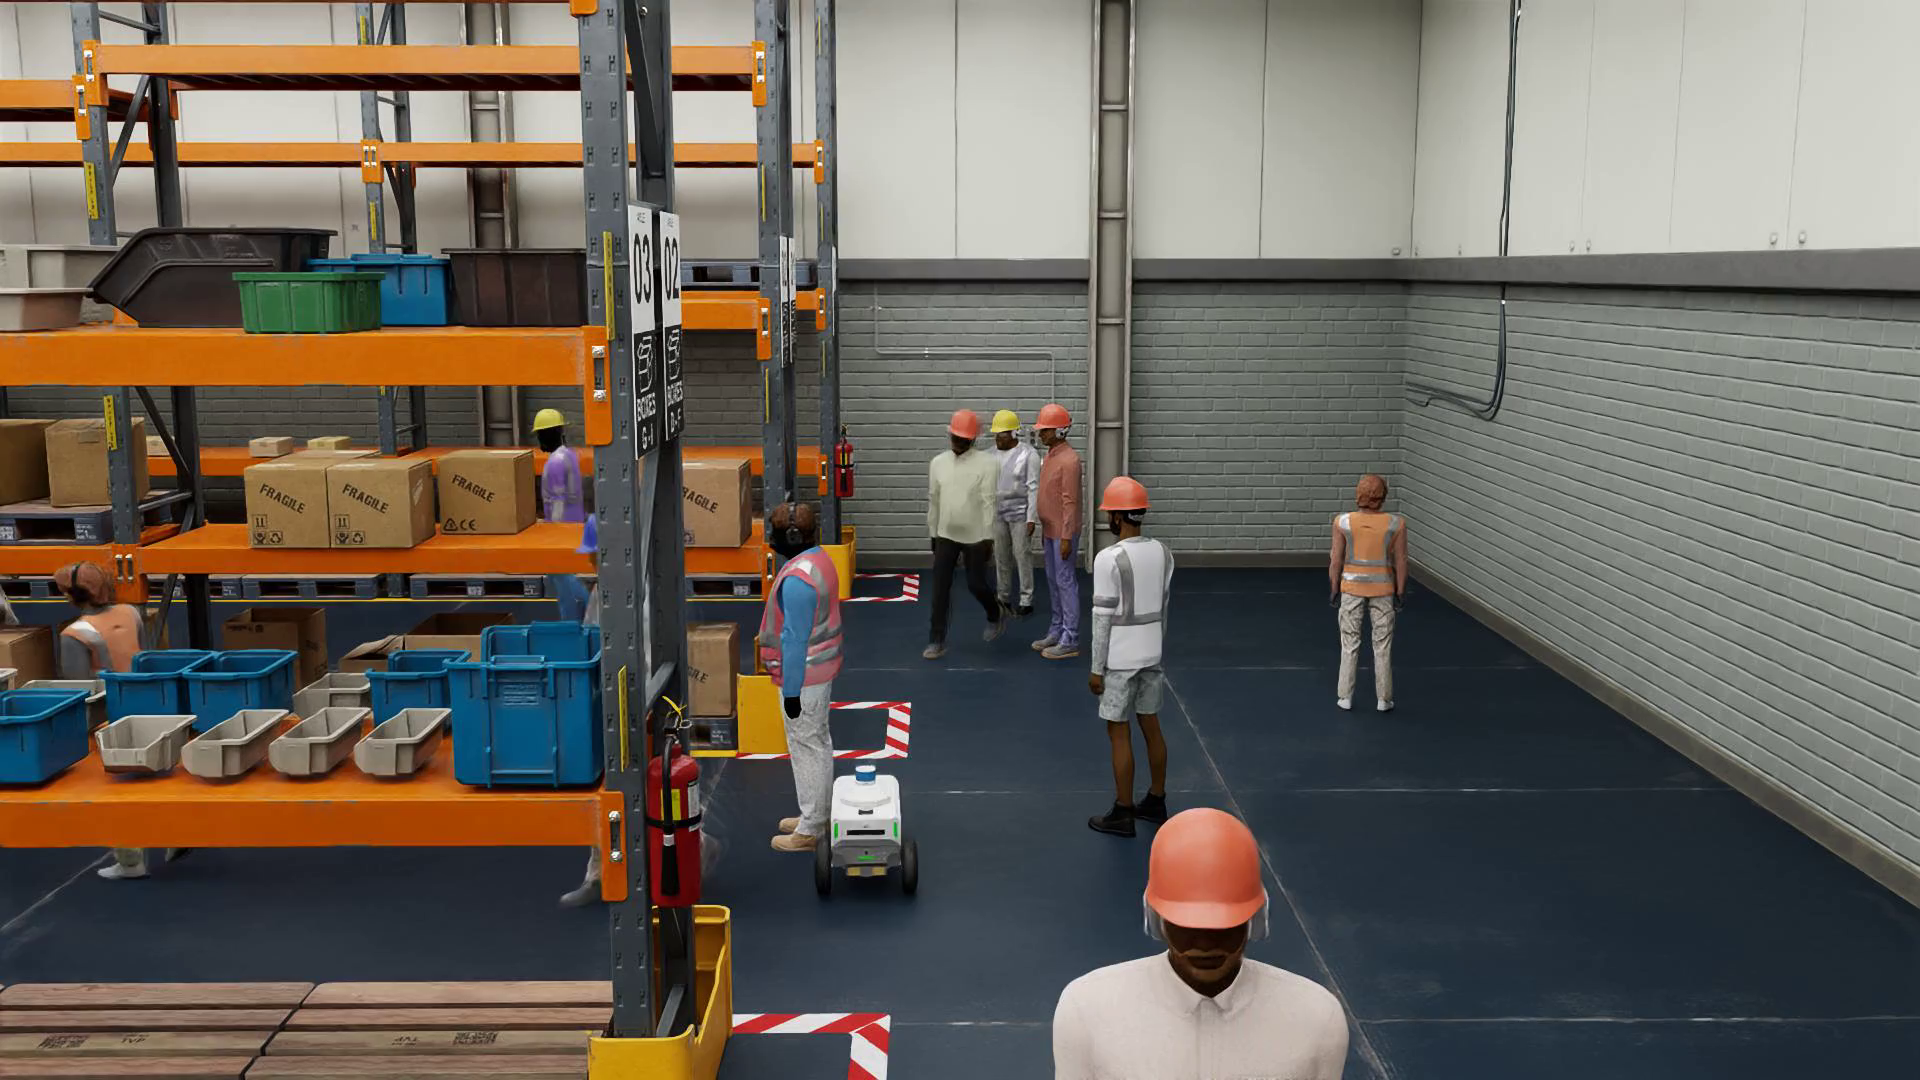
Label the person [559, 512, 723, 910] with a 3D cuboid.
[{"bbox_3d":[-1.562,0.798,7.895,0.663,1.923,0.611,-6,11,-33],"label":"person"}]

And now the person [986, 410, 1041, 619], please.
[{"bbox_3d":[0.432,-0.230,14.525,0.597,1.820,0.404,8,12,40],"label":"person"}]

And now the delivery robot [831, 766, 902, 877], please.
[{"bbox_3d":[-0.468,1.369,8.287,0.477,0.478,0.707,0,9,-3],"label":"delivery robot"}]

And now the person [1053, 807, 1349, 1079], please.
[{"bbox_3d":[0.475,1.498,3.375,0.612,1.995,0.392,0,9,1],"label":"person"}]

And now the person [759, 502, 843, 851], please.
[{"bbox_3d":[-0.837,0.709,8.730,0.430,1.835,0.618,1,9,7],"label":"person"}]

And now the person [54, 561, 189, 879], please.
[{"bbox_3d":[-4.144,0.896,8.219,0.457,1.612,0.538,2,9,12],"label":"person"}]

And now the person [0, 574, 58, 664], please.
[{"bbox_3d":[-7.347,0.208,12.529,0.896,1.590,0.531,-1,9,-8],"label":"person"}]

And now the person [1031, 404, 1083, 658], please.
[{"bbox_3d":[0.756,-0.073,13.047,0.407,1.987,0.614,-2,10,-15],"label":"person"}]

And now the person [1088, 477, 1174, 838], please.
[{"bbox_3d":[0.898,0.621,8.984,0.543,1.926,0.403,-8,13,-42],"label":"person"}]

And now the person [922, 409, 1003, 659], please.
[{"bbox_3d":[0.048,-0.066,13.073,0.639,1.971,0.769,4,10,23],"label":"person"}]

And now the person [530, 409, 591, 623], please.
[{"bbox_3d":[-3.234,-0.115,13.542,0.495,1.903,0.671,-1,9,-5],"label":"person"}]

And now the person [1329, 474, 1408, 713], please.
[{"bbox_3d":[2.790,0.370,11.383,0.523,1.639,0.309,2,10,14],"label":"person"}]
